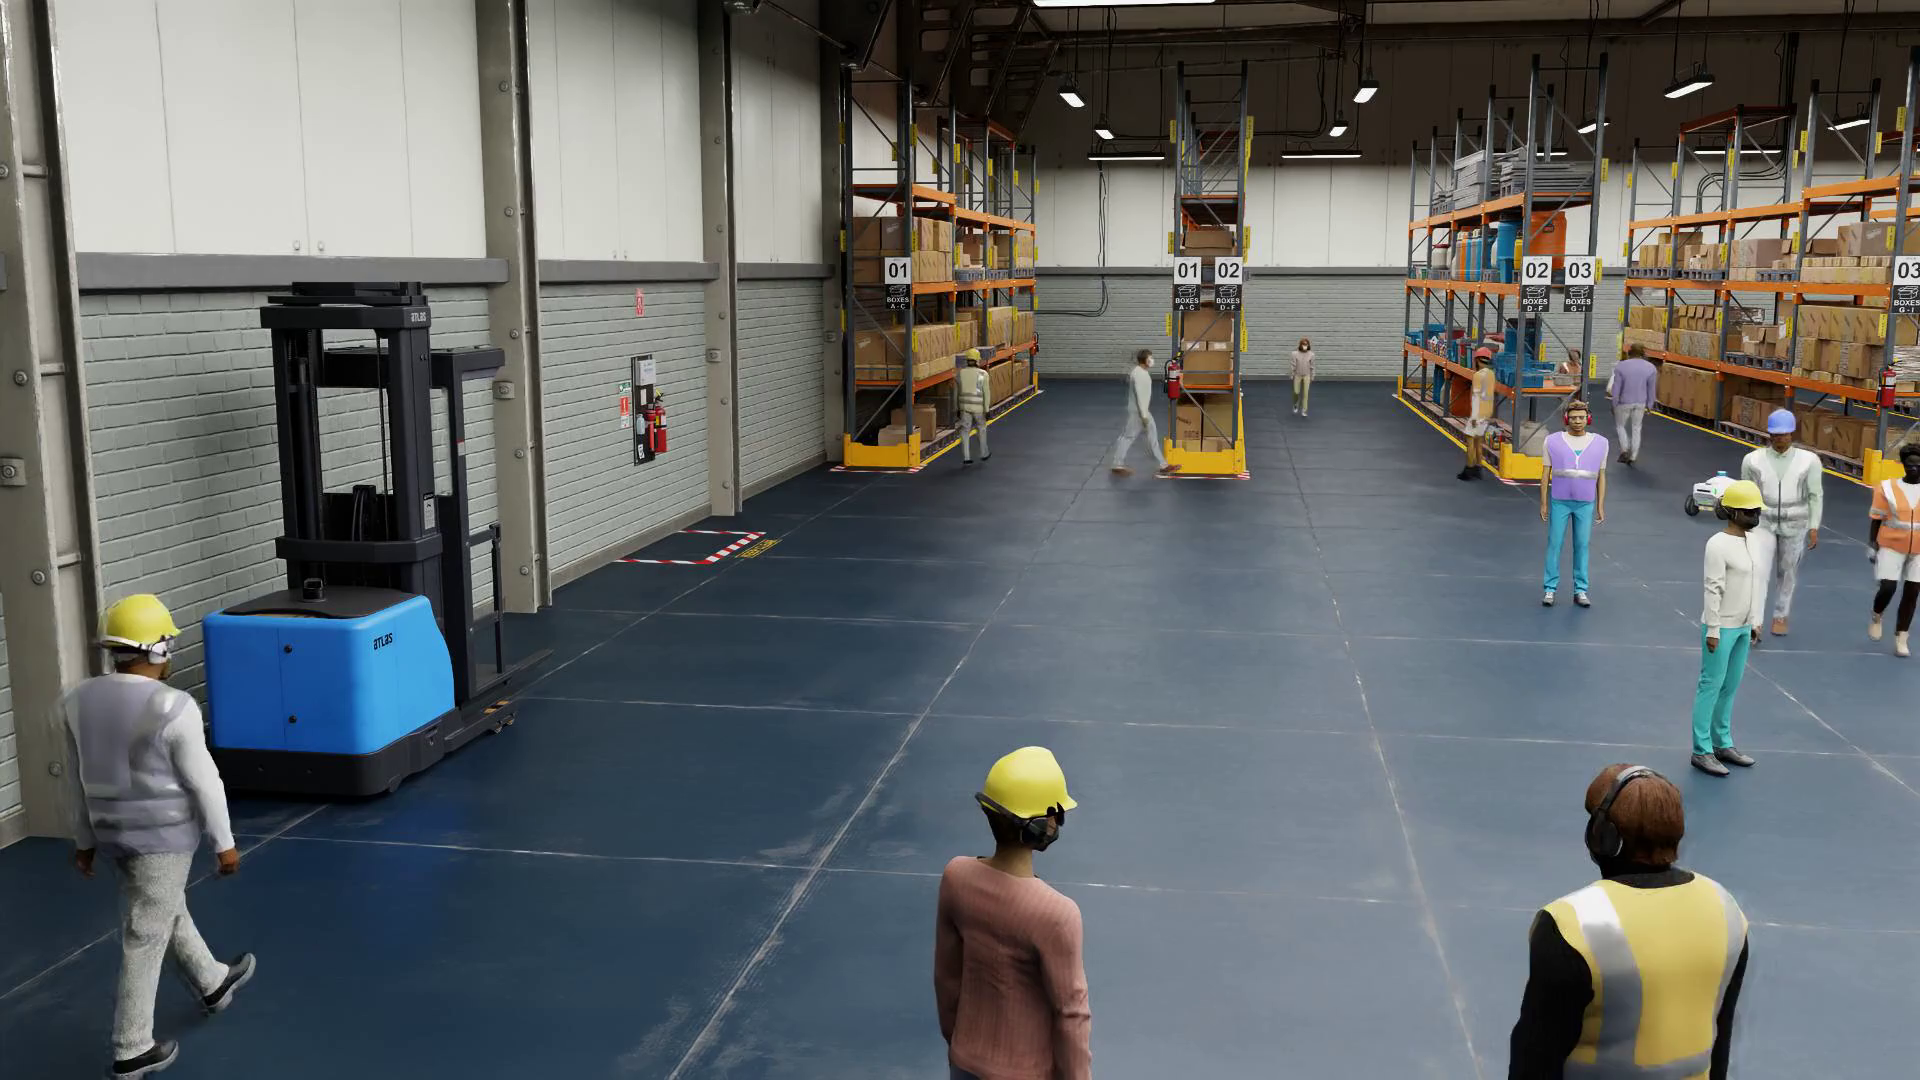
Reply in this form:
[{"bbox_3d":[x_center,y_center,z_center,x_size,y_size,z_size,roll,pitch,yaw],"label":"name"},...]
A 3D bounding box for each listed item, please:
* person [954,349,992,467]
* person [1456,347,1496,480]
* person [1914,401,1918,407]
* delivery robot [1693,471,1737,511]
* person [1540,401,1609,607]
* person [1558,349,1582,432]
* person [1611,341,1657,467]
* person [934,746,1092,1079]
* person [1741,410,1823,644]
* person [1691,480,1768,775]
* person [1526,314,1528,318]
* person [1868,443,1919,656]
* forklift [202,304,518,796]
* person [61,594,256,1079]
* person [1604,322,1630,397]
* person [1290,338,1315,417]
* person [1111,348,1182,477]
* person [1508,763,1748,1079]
[{"bbox_3d":[0.232,-2.061,25.817,0.621,1.792,0.873,3,10,18],"label":"person"},{"bbox_3d":[7.461,-1.830,24.073,0.587,1.899,0.501,-9,13,-44],"label":"person"},{"bbox_3d":[16.600,-2.377,28.367,0.536,1.606,0.677,3,10,16],"label":"person"},{"bbox_3d":[9.370,-0.605,20.489,0.707,0.478,0.477,-6,12,-33],"label":"delivery robot"},{"bbox_3d":[5.529,-0.333,15.018,0.565,1.846,0.389,2,9,11],"label":"person"},{"bbox_3d":[11.039,-2.630,29.946,0.537,1.593,0.847,2,9,11],"label":"person"},{"bbox_3d":[10.391,-2.102,25.696,0.650,1.918,0.453,1,9,8],"label":"person"},{"bbox_3d":[0.158,1.417,4.471,0.326,1.767,0.533,-8,12,-42],"label":"person"},{"bbox_3d":[6.657,-0.114,13.538,0.607,1.893,0.989,4,10,25],"label":"person"},{"bbox_3d":[4.657,0.516,10.028,0.533,1.768,0.311,-7,12,-38],"label":"person"},{"bbox_3d":[13.642,-4.513,40.374,0.617,1.986,0.406,-4,10,-21],"label":"person"},{"bbox_3d":[7.435,0.065,13.079,0.532,1.679,0.425,3,10,19],"label":"person"},{"bbox_3d":[-3.673,-0.038,10.147,1.129,2.768,1.873,1,9,9],"label":"forklift"},{"bbox_3d":[-3.014,1.086,6.407,0.621,1.793,0.872,4,10,22],"label":"person"},{"bbox_3d":[15.856,-4.312,39.735,0.932,1.804,0.637,-4,10,-23],"label":"person"},{"bbox_3d":[7.103,-3.383,34.505,0.522,1.620,0.411,1,9,5],"label":"person"},{"bbox_3d":[2.693,-1.845,24.207,1.041,1.881,0.651,2,9,14],"label":"person"},{"bbox_3d":[1.646,1.454,4.082,0.633,1.817,0.751,-4,10,-25],"label":"person"}]
